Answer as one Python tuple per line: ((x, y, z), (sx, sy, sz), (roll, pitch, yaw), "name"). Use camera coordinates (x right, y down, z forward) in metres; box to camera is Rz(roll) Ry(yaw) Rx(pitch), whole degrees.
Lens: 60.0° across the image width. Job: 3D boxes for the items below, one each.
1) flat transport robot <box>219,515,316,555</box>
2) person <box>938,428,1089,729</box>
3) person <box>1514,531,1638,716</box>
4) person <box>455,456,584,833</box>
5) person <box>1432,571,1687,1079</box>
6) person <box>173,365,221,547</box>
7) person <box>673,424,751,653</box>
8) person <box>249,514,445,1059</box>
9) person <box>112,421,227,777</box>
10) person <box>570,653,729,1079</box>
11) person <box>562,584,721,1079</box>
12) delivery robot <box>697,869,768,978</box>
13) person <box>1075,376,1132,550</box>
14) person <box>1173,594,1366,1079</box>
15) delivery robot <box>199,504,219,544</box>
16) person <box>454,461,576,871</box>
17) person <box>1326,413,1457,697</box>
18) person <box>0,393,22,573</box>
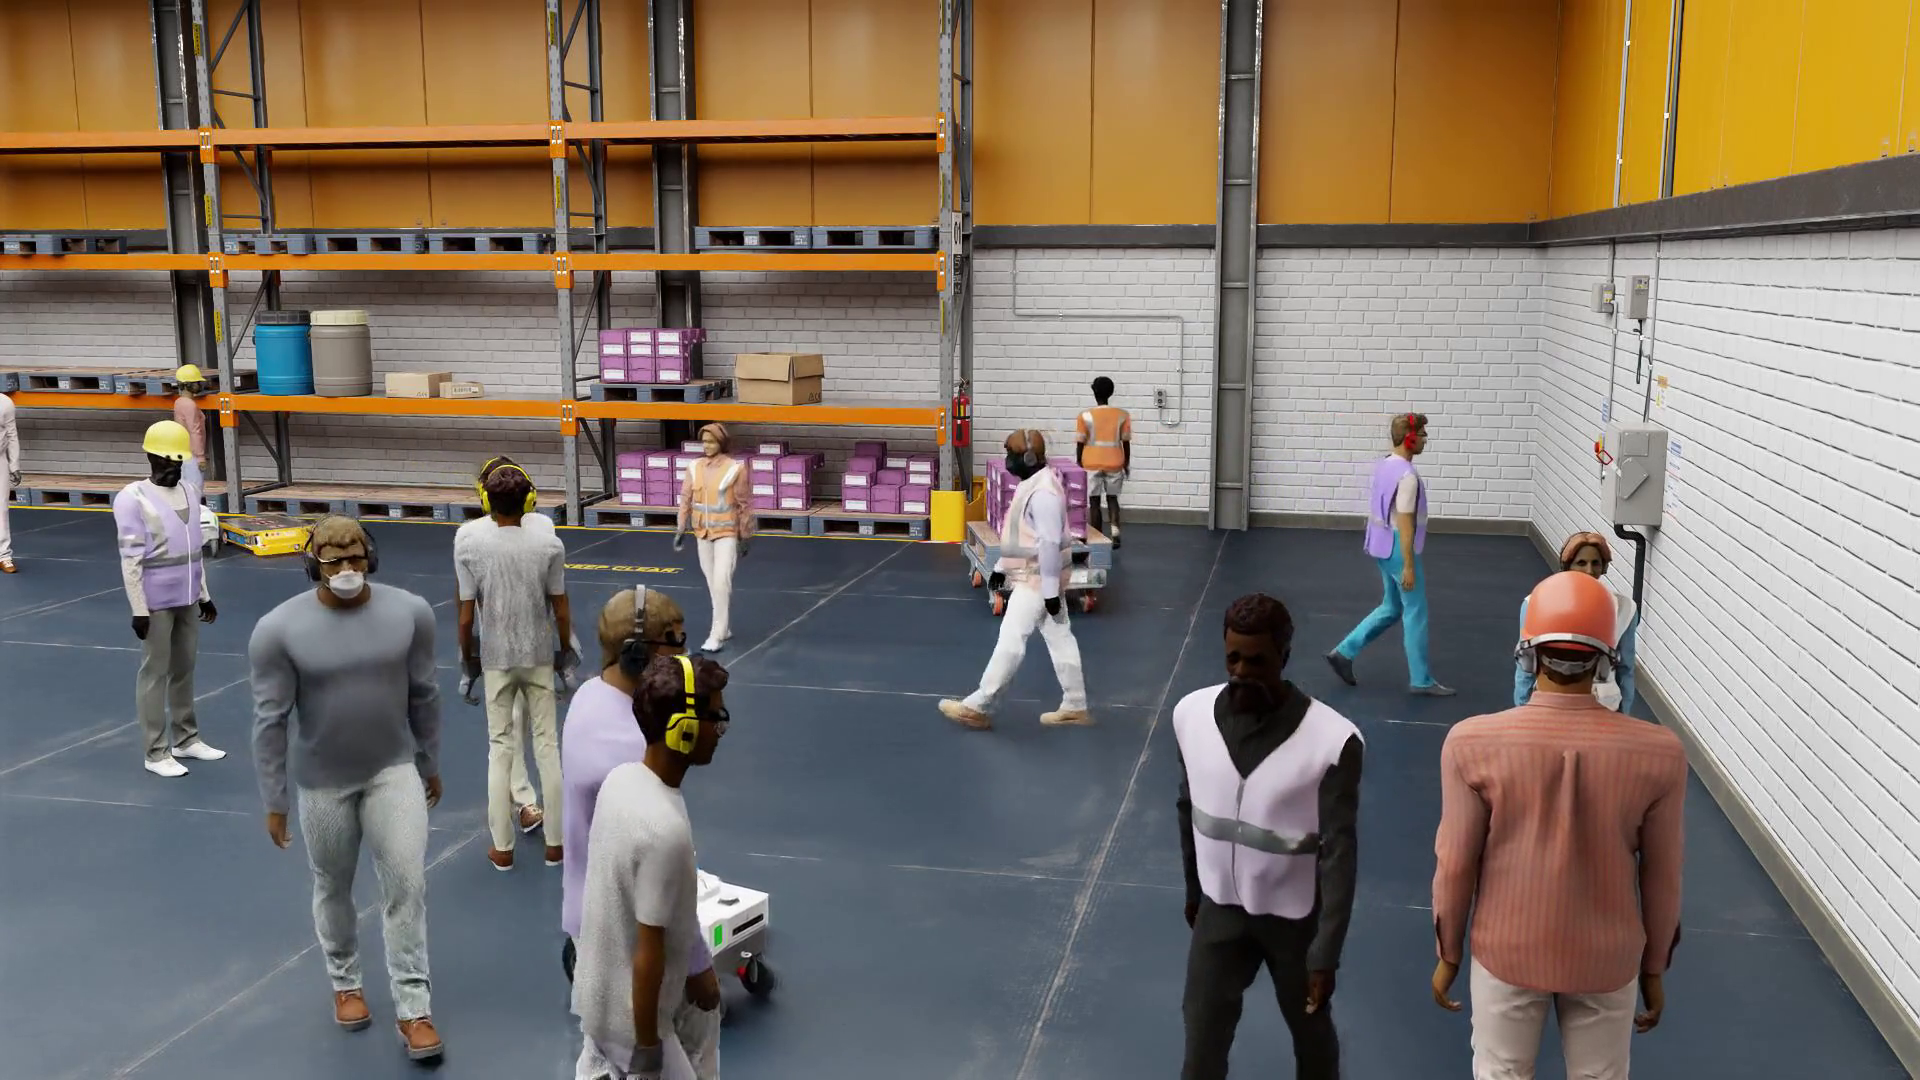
((-6.701, -0.067, 16.131), (0.652, 0.197, 1.431), (-8, 13, -41), "flat transport robot")
((0.338, 0.238, 9.829), (0.953, 1.789, 0.617), (1, 10, 3), "person")
((2.623, 0.770, 7.129), (0.513, 1.641, 0.307), (0, 10, 0), "person")
((-2.165, 0.499, 8.211), (0.523, 1.823, 0.934), (-7, 12, -37), "person")
((1.530, 1.068, 4.318), (0.612, 1.994, 0.394), (2, 10, 11), "person")
((-7.428, -0.812, 16.123), (0.315, 1.769, 0.523), (-8, 12, -39), "person")
((-1.782, -0.014, 11.858), (0.524, 1.625, 0.563), (5, 11, 27), "person")
((-2.098, 0.862, 5.796), (0.653, 1.901, 0.868), (-6, 11, -30), "person")
((-4.281, 0.309, 9.040), (0.381, 1.919, 0.584), (2, 10, 14), "person")
((-0.779, 1.196, 4.116), (0.503, 1.837, 0.531), (-4, 11, -25), "person")
((-0.776, 1.059, 4.610), (0.871, 1.904, 0.647), (-3, 10, -17), "person")
((-1.073, 1.409, 6.277), (0.707, 0.478, 0.477), (6, 11, 30), "delivery robot")
((1.346, -0.701, 15.673), (0.552, 1.683, 0.392), (-2, 10, -10), "person")
((0.866, 1.059, 4.793), (0.605, 1.862, 1.016), (6, 11, 33), "person")
((-7.220, -0.175, 15.659), (0.477, 0.478, 0.707), (-6, 11, -33), "delivery robot")
((-2.026, 0.579, 7.593), (0.520, 1.869, 0.328), (-2, 10, -13), "person")
((2.777, 0.098, 10.567), (0.759, 1.825, 0.584), (0, 10, 0), "person")
((-8.611, -0.629, 14.625), (0.642, 1.909, 0.399), (-7, 12, -36), "person")
